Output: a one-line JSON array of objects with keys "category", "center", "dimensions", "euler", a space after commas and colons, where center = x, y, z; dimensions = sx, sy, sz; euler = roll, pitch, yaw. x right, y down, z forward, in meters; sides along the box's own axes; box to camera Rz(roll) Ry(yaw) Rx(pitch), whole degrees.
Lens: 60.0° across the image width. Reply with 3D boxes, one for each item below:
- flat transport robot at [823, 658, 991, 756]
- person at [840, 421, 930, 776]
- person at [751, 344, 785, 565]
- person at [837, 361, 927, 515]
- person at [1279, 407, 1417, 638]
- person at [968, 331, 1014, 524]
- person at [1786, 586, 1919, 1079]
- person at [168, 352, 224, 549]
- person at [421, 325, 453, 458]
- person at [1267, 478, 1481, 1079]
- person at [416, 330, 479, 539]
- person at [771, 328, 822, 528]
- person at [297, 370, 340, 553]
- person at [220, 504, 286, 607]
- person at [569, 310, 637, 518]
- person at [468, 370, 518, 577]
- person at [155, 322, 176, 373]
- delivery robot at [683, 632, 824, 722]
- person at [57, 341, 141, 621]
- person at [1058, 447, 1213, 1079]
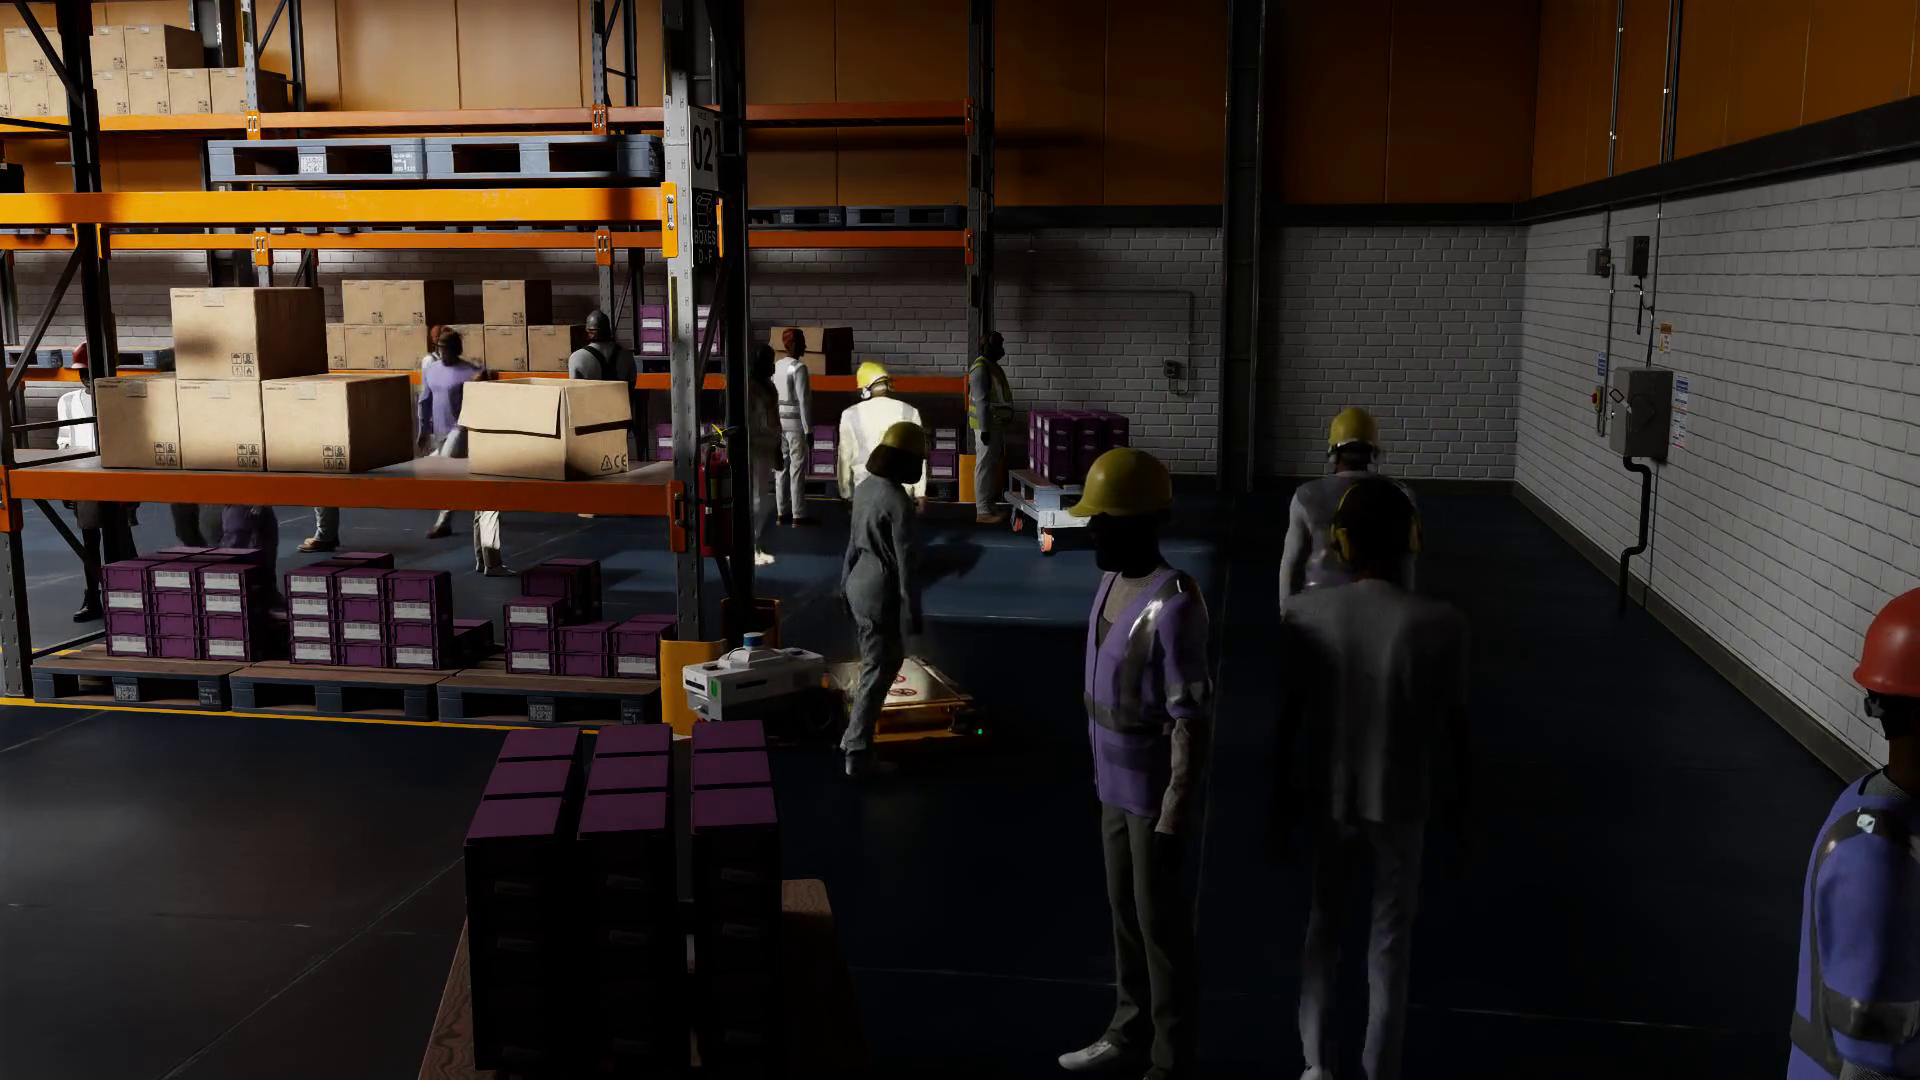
[{"category": "flat transport robot", "center": [-0.365, 0.853, 8.868], "dimensions": [0.652, 0.197, 1.431], "euler": [-3, 10, -17]}, {"category": "person", "center": [-0.361, 0.290, 7.896], "dimensions": [0.454, 1.702, 0.519], "euler": [-5, 10, -27]}, {"category": "person", "center": [-1.662, -0.695, 13.658], "dimensions": [0.449, 1.825, 0.640], "euler": [2, 9, 13]}, {"category": "person", "center": [-0.553, -0.363, 11.720], "dimensions": [0.616, 1.777, 0.873], "euler": [-2, 9, -10]}, {"category": "person", "center": [1.791, 0.285, 7.691], "dimensions": [0.604, 1.796, 0.910], "euler": [-1, 9, -4]}, {"category": "person", "center": [0.304, -1.088, 16.050], "dimensions": [0.429, 1.844, 0.627], "euler": [2, 9, 12]}, {"category": "person", "center": [1.527, 1.017, 2.695], "dimensions": [0.354, 1.939, 0.545], "euler": [6, 11, 32]}, {"category": "person", "center": [-5.408, -0.458, 11.896], "dimensions": [0.656, 1.938, 0.551], "euler": [1, 9, 4]}, {"category": "person", "center": [-5.416, -1.288, 17.207], "dimensions": [0.539, 1.866, 0.601], "euler": [1, 9, 5]}, {"category": "person", "center": [1.156, 0.755, 4.585], "dimensions": [0.566, 1.851, 0.389], "euler": [4, 10, 23]}, {"category": "person", "center": [-4.623, -0.999, 15.371], "dimensions": [0.637, 1.898, 0.994], "euler": [5, 10, 27]}, {"category": "person", "center": [-1.569, -1.057, 15.728], "dimensions": [0.353, 1.883, 0.573], "euler": [-7, 12, -38]}, {"category": "person", "center": [-5.573, -0.859, 14.330], "dimensions": [0.369, 1.938, 0.630], "euler": [-1, 9, -7]}, {"category": "person", "center": [-4.948, -0.396, 11.675], "dimensions": [0.730, 1.869, 0.671], "euler": [-5, 10, -29]}, {"category": "person", "center": [-3.546, -1.238, 16.364], "dimensions": [0.684, 2.000, 0.538], "euler": [-6, 11, -35]}, {"category": "person", "center": [-3.739, -0.528, 13.199], "dimensions": [0.309, 1.641, 0.514], "euler": [-5, 10, -28]}, {"category": "person", "center": [-8.210, -1.408, 17.716], "dimensions": [0.647, 1.937, 1.044], "euler": [-6, 11, -32]}, {"category": "delivery robot", "center": [-1.058, 0.718, 8.533], "dimensions": [0.707, 0.478, 0.477], "euler": [-7, 12, -39]}, {"category": "person", "center": [-5.934, -0.402, 11.499], "dimensions": [0.545, 1.939, 0.354], "euler": [-2, 9, -10]}, {"category": "person", "center": [0.503, 0.694, 4.740], "dimensions": [0.383, 1.923, 0.590], "euler": [-3, 10, -16]}]
